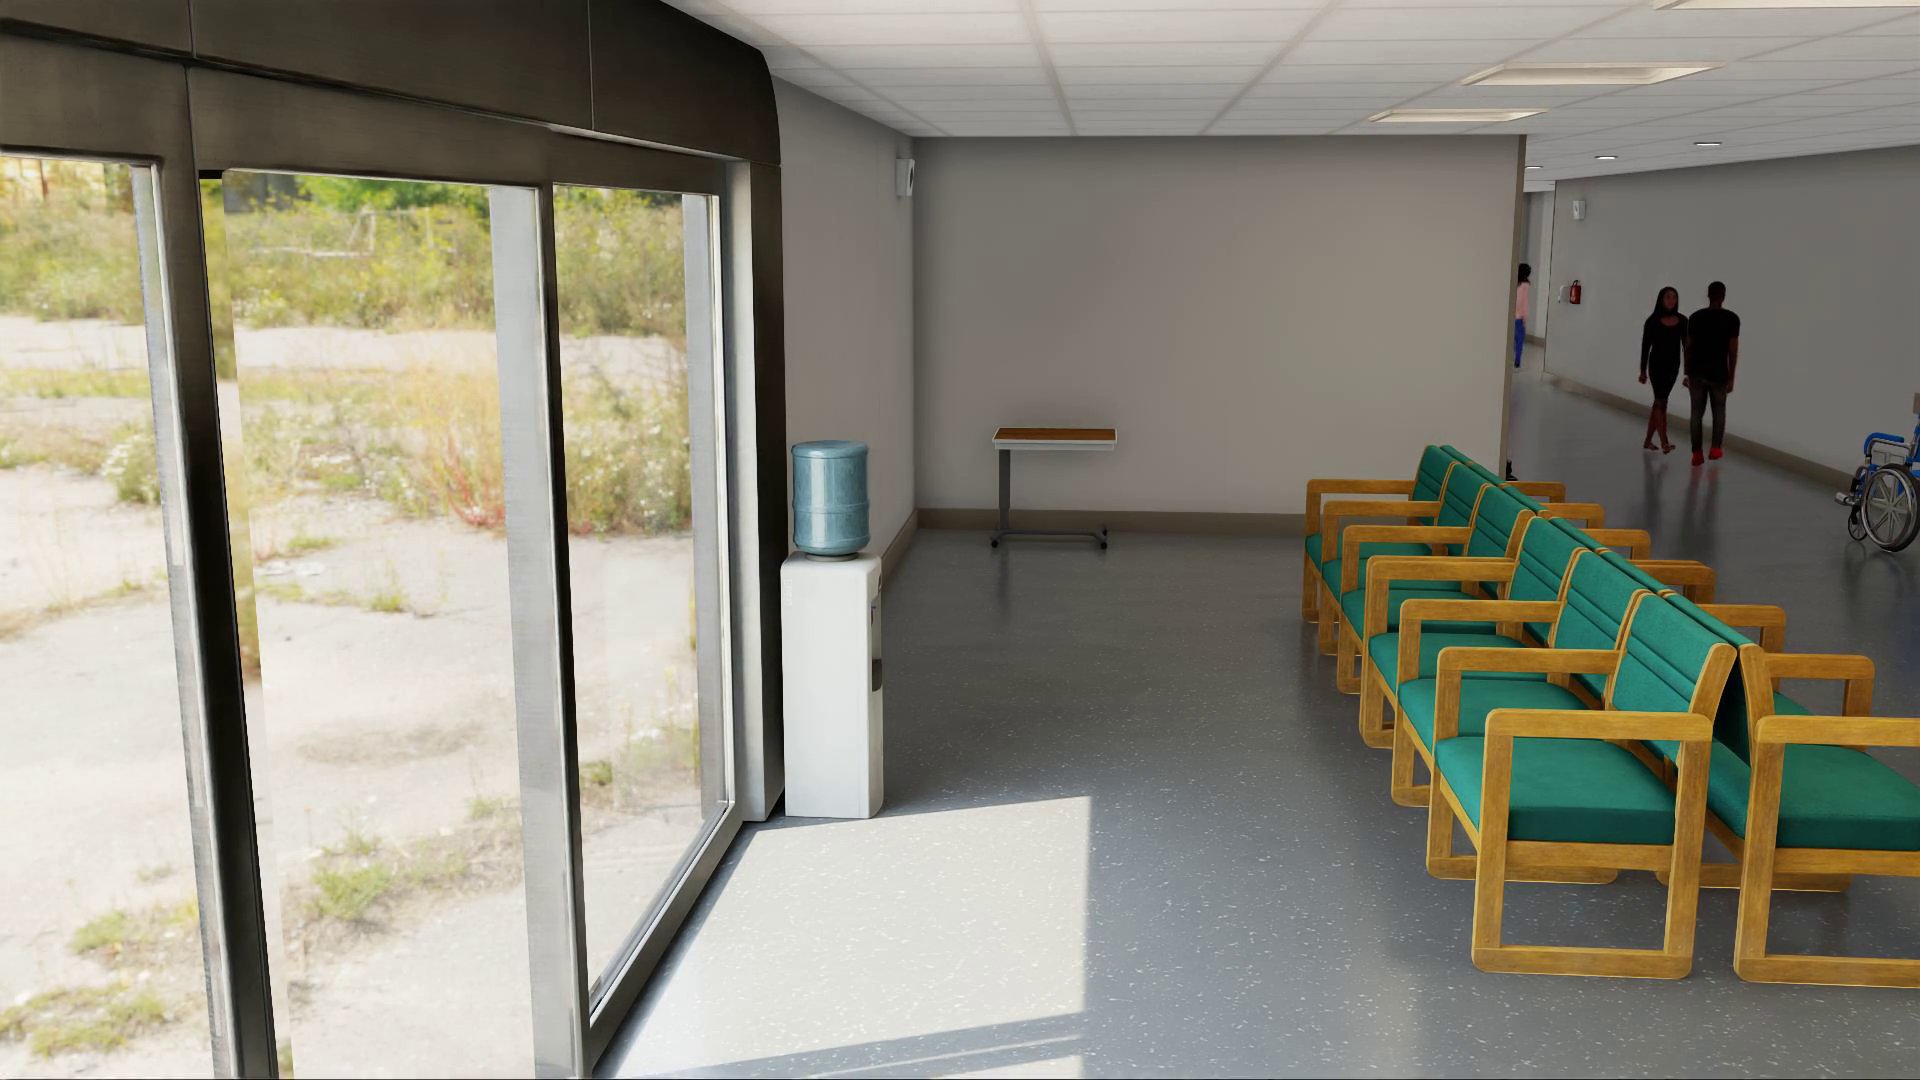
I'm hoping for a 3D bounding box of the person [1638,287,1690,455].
[{"bbox_3d":[7.237,-1.740,17.192,1.000,1.692,0.824,-1,11,-7],"label":"person"}]

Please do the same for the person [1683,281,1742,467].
[{"bbox_3d":[7.287,-1.604,16.227,0.962,1.783,0.917,5,12,26],"label":"person"}]
